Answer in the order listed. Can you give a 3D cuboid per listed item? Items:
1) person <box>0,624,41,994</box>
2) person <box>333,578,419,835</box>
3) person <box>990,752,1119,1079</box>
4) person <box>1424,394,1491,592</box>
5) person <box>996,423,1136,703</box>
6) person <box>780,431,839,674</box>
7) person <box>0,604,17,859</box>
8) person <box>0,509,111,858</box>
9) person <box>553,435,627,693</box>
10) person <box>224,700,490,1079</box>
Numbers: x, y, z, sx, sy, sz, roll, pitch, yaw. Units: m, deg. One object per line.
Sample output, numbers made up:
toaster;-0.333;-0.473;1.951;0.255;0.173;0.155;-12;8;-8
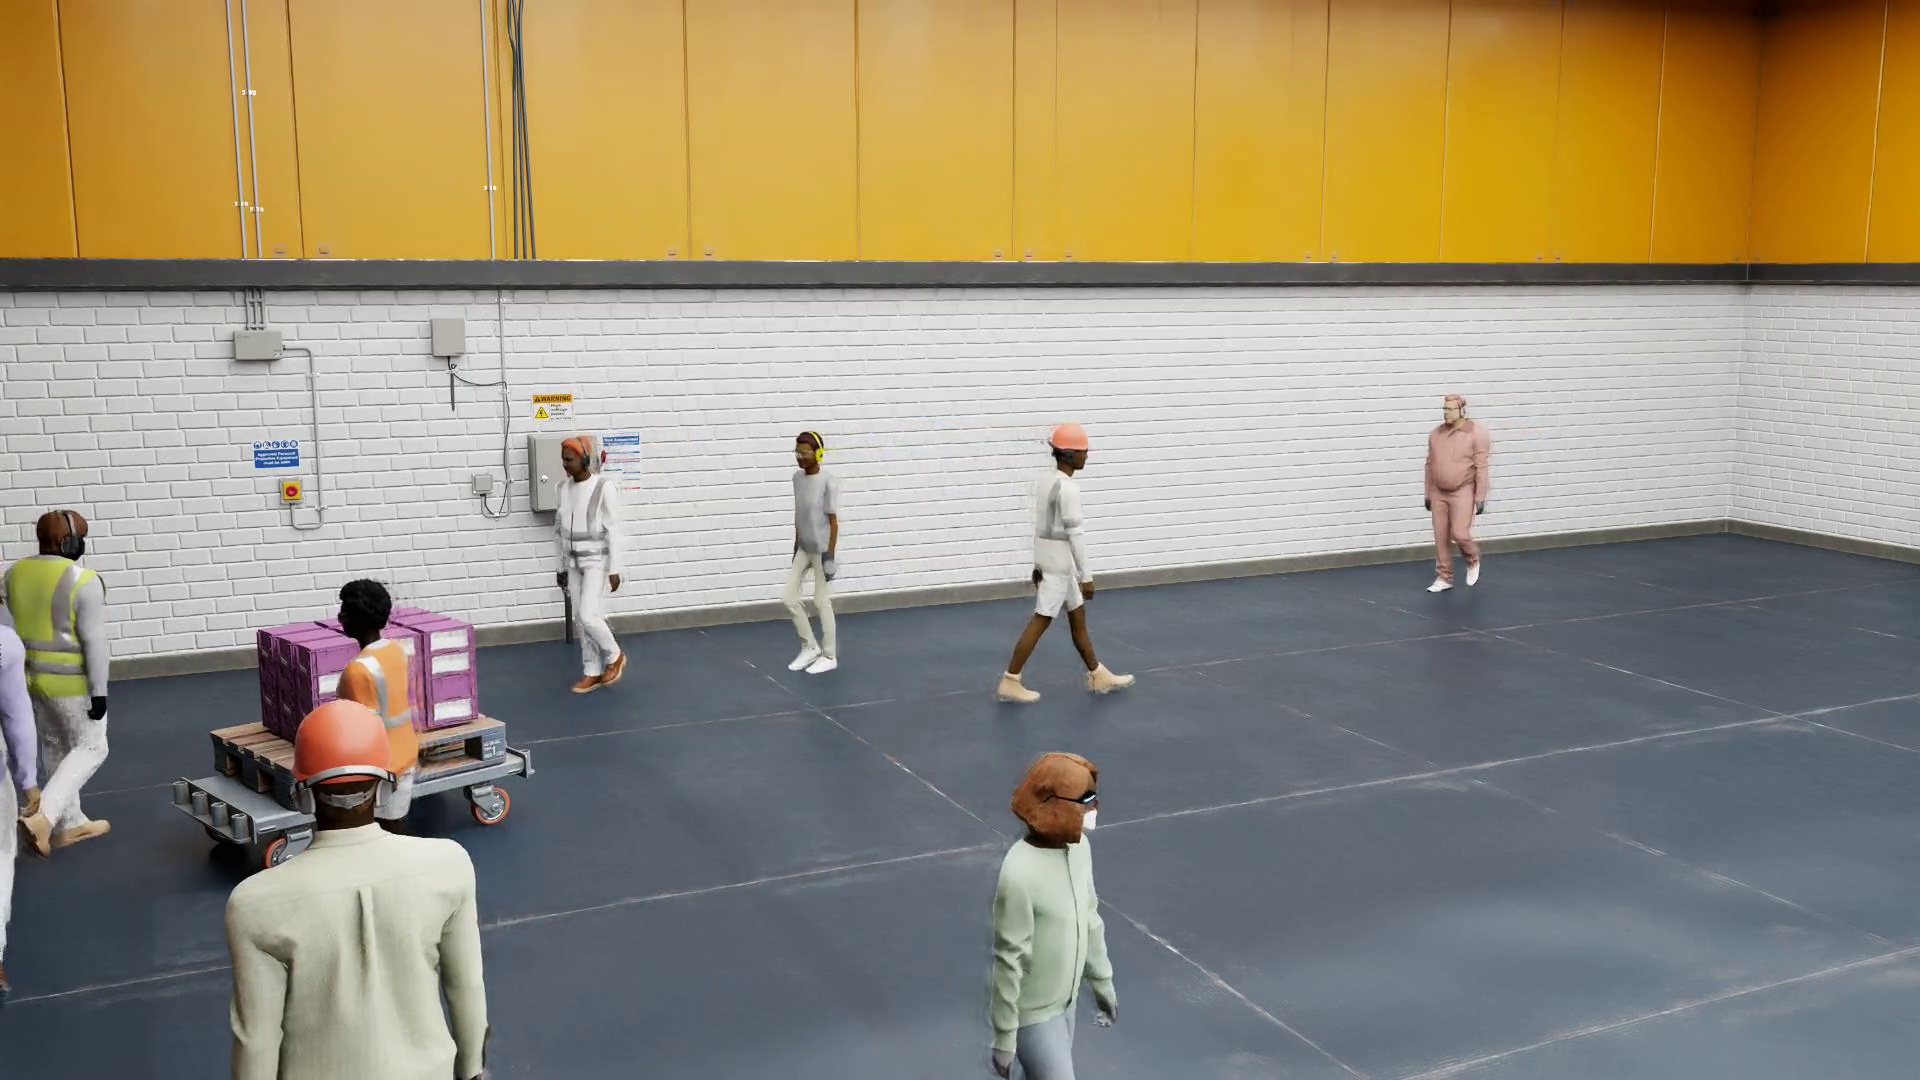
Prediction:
person;-4.115;0.991;6.772;0.656;1.925;0.436;-5;10;-26
person;-2.632;1.004;7.452;0.365;1.685;0.538;1;9;7
person;0.357;1.429;4.967;0.558;1.616;0.531;5;10;26
person;4.692;-0.442;15.751;0.494;1.895;0.664;-8;12;-42
person;0.729;0.168;11.716;1.066;1.986;0.636;-2;9;-11
person;-1.125;0.102;12.519;0.559;1.850;0.513;9;13;43
person;-5.017;0.862;8.496;0.525;1.617;0.331;3;10;19
person;-4.698;0.753;8.591;0.658;1.818;0.632;3;10;17
person;-2.699;0.183;11.946;0.599;1.872;0.415;6;11;33
person;-1.490;1.378;4.157;0.619;1.992;0.396;-6;11;-35
